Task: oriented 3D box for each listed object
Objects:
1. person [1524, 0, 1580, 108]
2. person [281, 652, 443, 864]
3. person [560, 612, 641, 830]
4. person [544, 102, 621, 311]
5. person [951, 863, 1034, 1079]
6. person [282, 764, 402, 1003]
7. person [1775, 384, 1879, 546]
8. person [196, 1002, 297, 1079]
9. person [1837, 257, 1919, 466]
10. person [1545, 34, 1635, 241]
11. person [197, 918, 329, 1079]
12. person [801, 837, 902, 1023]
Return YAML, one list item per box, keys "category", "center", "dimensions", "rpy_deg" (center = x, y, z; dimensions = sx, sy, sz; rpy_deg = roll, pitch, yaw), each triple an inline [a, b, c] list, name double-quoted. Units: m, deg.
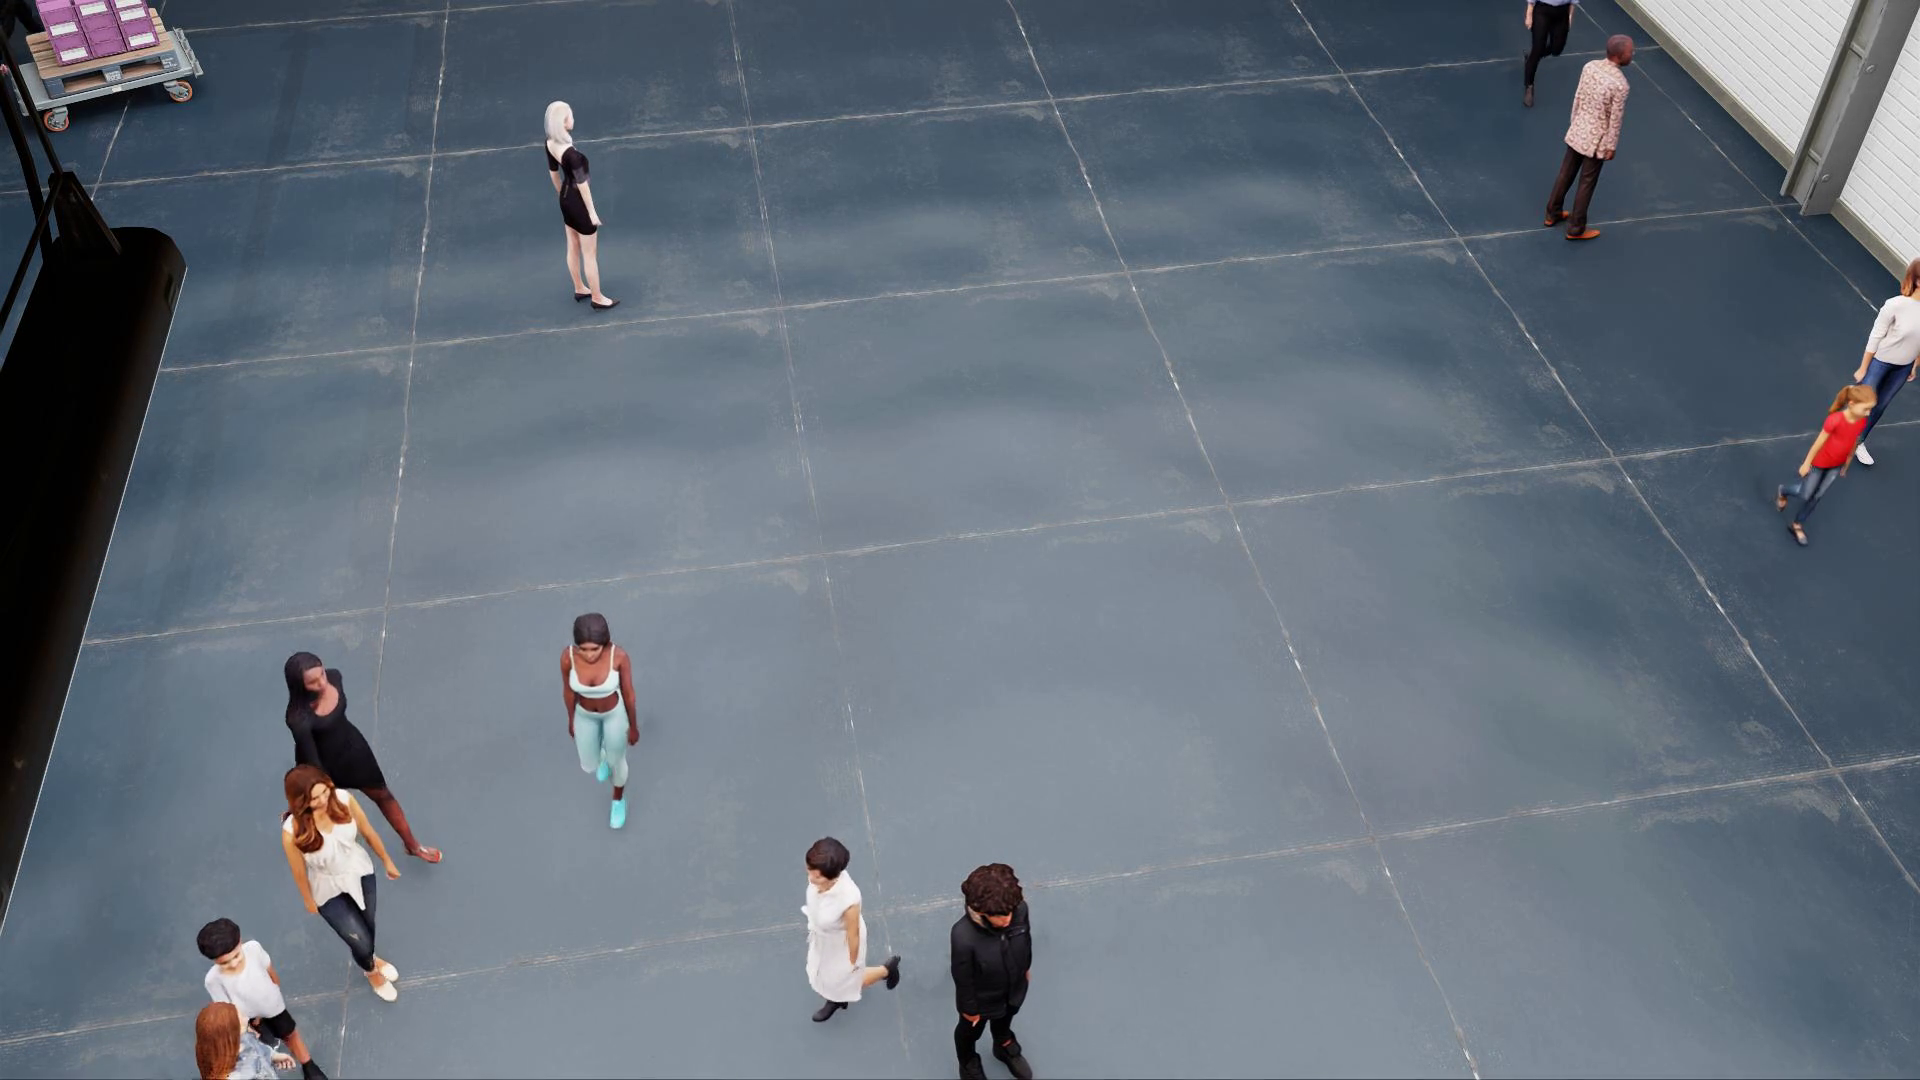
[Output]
- category: "person"
  center: [5.592, -5.014, 15.825]
  dimensions: [0.700, 1.729, 0.829]
  rpy_deg: [-2, 44, -2]
- category: "person"
  center: [-3.598, 1.216, 9.329]
  dimensions: [1.110, 1.669, 1.254]
  rpy_deg: [13, 45, 13]
- category: "person"
  center: [-2.031, 0.960, 9.569]
  dimensions: [0.640, 1.708, 0.741]
  rpy_deg: [3, 44, 3]
- category: "person"
  center: [-3.064, -2.655, 13.274]
  dimensions: [0.612, 1.832, 0.705]
  rpy_deg: [33, 53, 30]
- category: "person"
  center: [0.151, 2.170, 8.251]
  dimensions: [0.714, 1.774, 0.738]
  rpy_deg: [-30, 51, -28]
- category: "person"
  center: [-3.288, 1.742, 8.701]
  dimensions: [0.772, 1.773, 0.711]
  rpy_deg: [25, 49, 24]
- category: "person"
  center: [5.940, -0.581, 11.481]
  dimensions: [0.497, 1.303, 0.660]
  rpy_deg: [-6, 44, -6]
- category: "person"
  center: [-3.377, 2.710, 7.751]
  dimensions: [0.850, 1.682, 0.798]
  rpy_deg: [-28, 50, -27]
- category: "person"
  center: [6.629, -1.262, 11.894]
  dimensions: [0.626, 1.718, 0.556]
  rpy_deg: [-3, 44, -3]
- category: "person"
  center: [5.342, -3.414, 14.088]
  dimensions: [0.799, 1.808, 0.623]
  rpy_deg: [-17, 46, -17]
- category: "person"
  center: [-3.670, 2.304, 8.512]
  dimensions: [0.778, 1.220, 0.947]
  rpy_deg: [-34, 53, -30]
- category: "person"
  center: [-0.561, 2.015, 8.587]
  dimensions: [0.809, 1.535, 0.817]
  rpy_deg: [-24, 49, -24]
